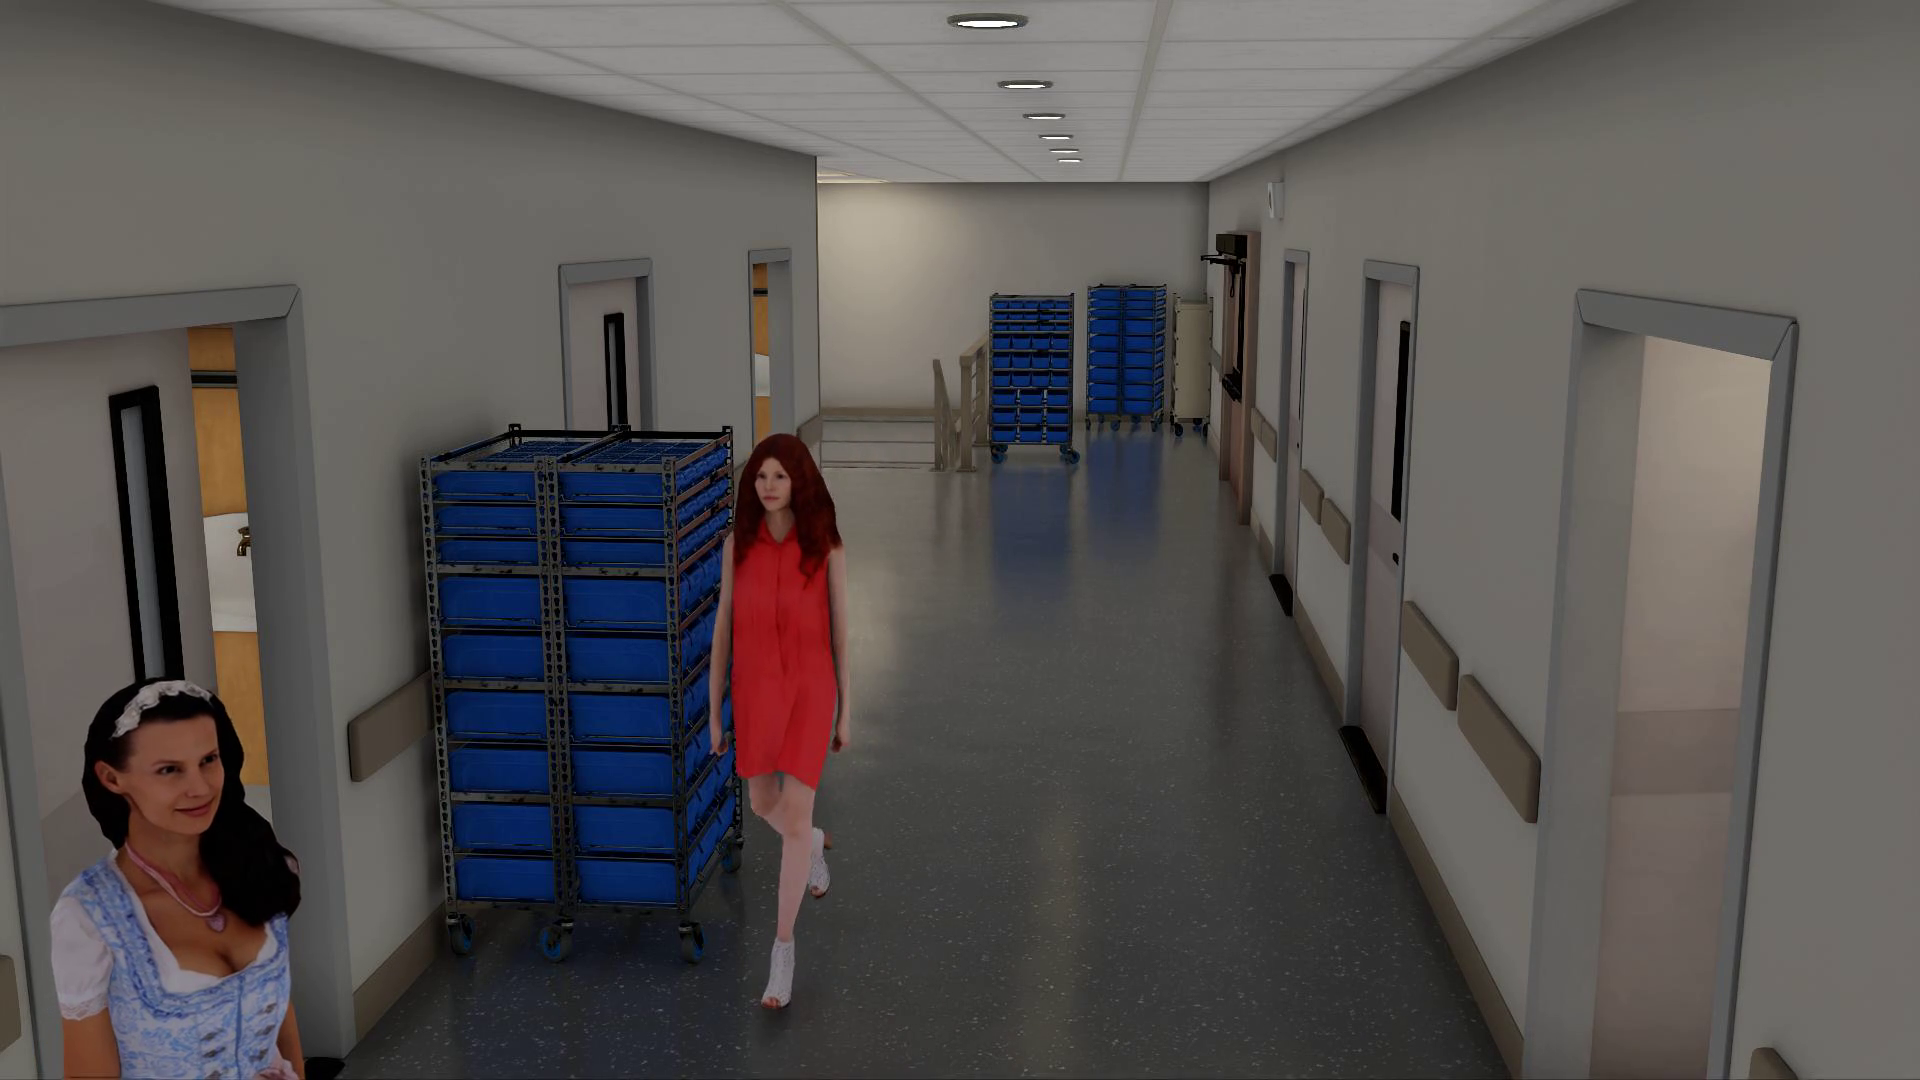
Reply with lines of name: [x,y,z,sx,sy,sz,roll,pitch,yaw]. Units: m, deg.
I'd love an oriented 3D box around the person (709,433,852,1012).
person: [-0.560,0.555,5.492,0.664,1.798,1.121,2,11,10]

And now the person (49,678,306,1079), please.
person: [-1.198,1.091,2.618,0.886,1.816,0.803,6,12,29]
